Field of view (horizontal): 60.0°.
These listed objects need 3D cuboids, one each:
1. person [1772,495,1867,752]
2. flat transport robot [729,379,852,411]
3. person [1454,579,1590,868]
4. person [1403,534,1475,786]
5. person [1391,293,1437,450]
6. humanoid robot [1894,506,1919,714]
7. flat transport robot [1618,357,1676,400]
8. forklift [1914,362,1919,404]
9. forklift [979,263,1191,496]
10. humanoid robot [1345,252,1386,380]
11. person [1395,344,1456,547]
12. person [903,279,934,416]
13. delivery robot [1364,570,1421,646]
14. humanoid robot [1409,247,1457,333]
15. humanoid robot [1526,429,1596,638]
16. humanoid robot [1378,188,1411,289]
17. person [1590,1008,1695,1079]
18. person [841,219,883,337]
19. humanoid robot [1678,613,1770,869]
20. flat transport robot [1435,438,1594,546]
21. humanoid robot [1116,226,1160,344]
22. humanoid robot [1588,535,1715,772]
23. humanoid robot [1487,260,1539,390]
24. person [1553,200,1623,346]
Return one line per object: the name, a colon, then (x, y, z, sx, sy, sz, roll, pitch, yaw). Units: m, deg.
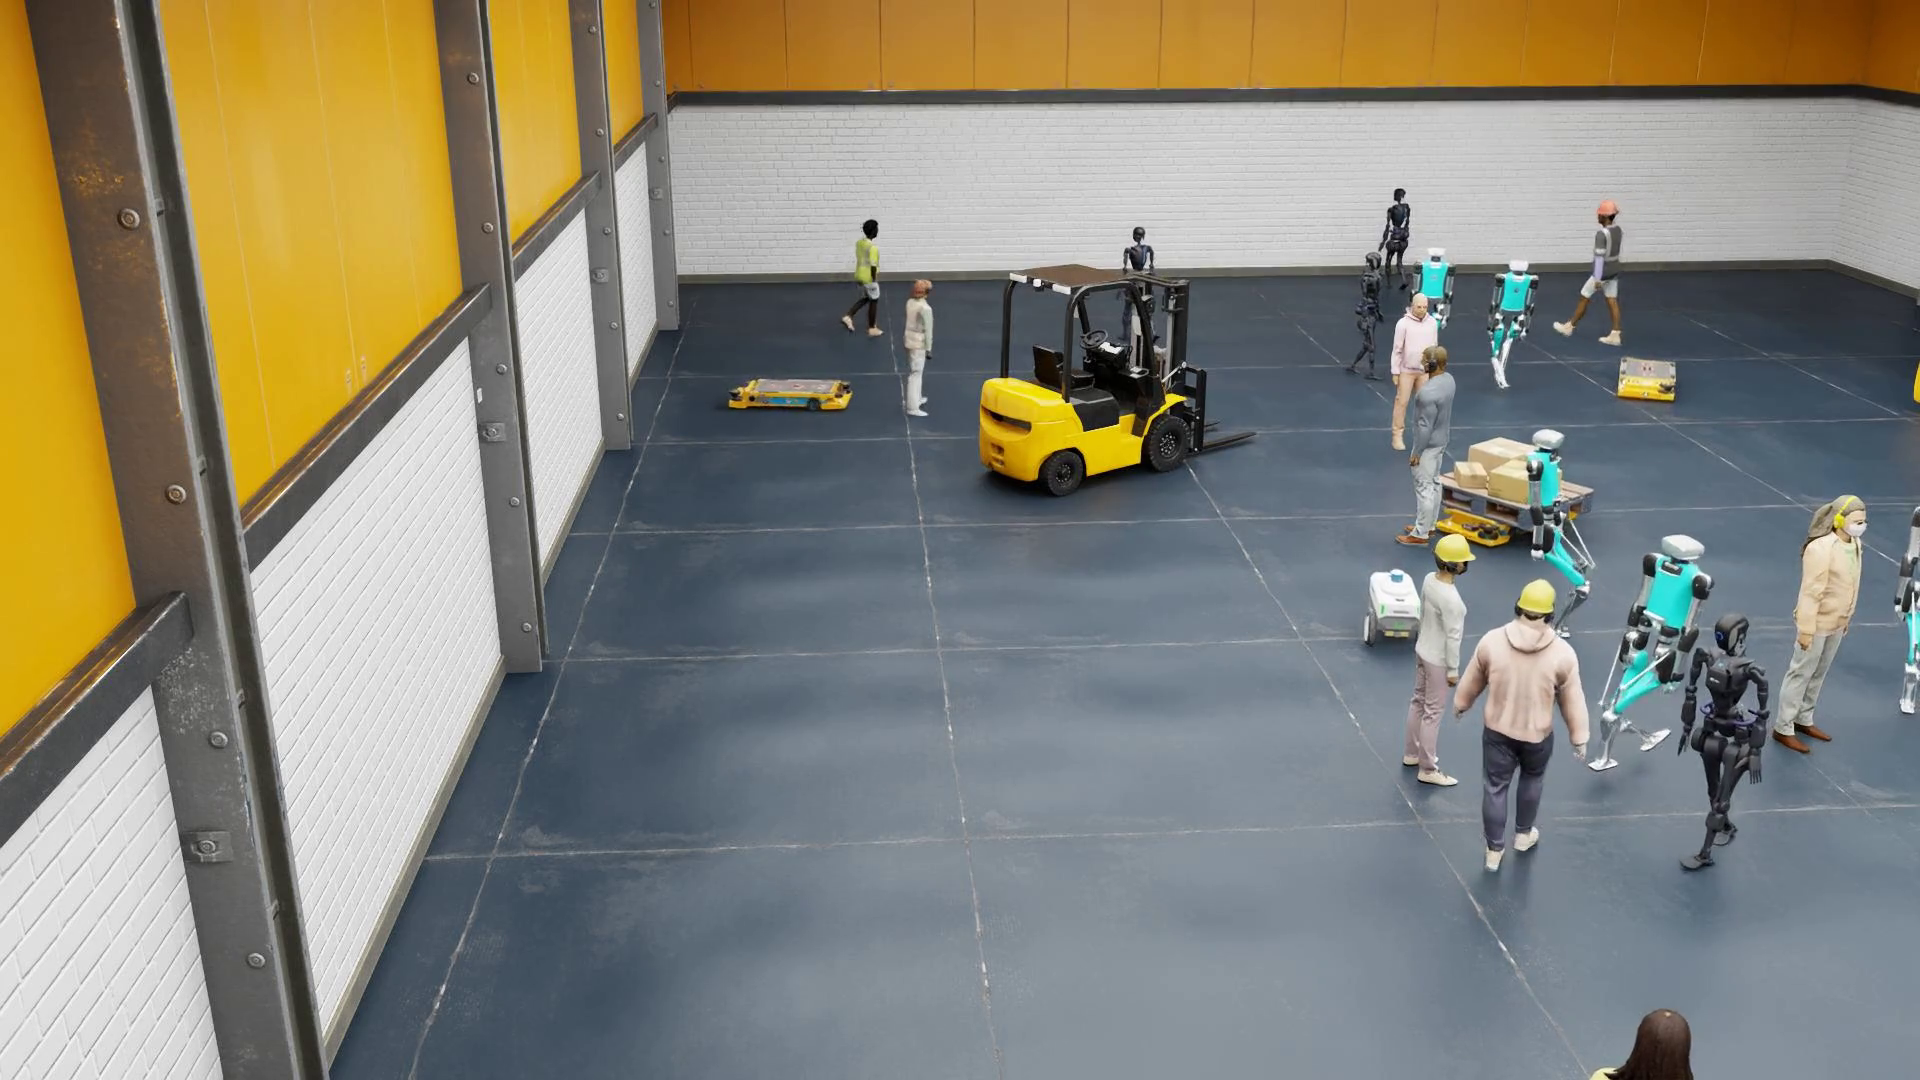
person: (6.083, 0.567, 11.756, 0.566, 1.874, 0.391, -14, 24, -33)
flat transport robot: (-2.081, -1.789, 20.500, 1.431, 0.231, 0.659, 1, 20, 3)
person: (3.476, 1.110, 10.308, 0.817, 1.843, 0.670, 8, 22, 21)
person: (3.258, 0.797, 11.282, 0.314, 1.769, 0.523, -2, 20, -5)
person: (5.060, -1.890, 18.594, 0.539, 1.775, 0.405, -4, 20, -10)
humanoid robot: (7.068, 0.573, 11.996, 0.558, 1.809, 0.936, 8, 22, 21)
flat transport robot: (8.774, -2.062, 21.246, 0.659, 0.231, 1.431, 8, 22, 20)
forklift: (12.602, -2.435, 19.475, 2.313, 2.155, 1.214, -1, 20, -4)
forklift: (1.315, -1.764, 17.646, 2.313, 2.155, 1.214, -14, 24, -33)
humanoid robot: (5.325, -2.923, 21.595, 0.598, 1.656, 0.612, 12, 23, 30)
person: (4.392, -0.890, 15.631, 0.372, 1.940, 0.630, 12, 23, 30)
person: (-0.481, -2.321, 19.988, 0.483, 1.618, 0.604, -11, 23, -27)
delivery robot: (3.588, 0.539, 13.731, 0.499, 0.586, 0.780, 2, 20, 6)
humanoid robot: (6.067, -2.948, 21.548, 0.544, 1.779, 0.850, 4, 21, 11)
humanoid robot: (4.923, 0.000, 13.517, 0.758, 1.777, 0.570, 13, 24, 31)
humanoid robot: (7.062, -4.851, 26.850, 0.601, 1.654, 0.390, -13, 24, -32)
person: (2.588, 2.597, 6.384, 0.469, 1.763, 0.361, 12, 23, 30)
person: (-1.386, -3.721, 23.695, 0.518, 1.682, 0.549, -13, 24, -32)
humanoid robot: (4.759, 1.218, 10.321, 0.691, 1.624, 0.591, -13, 24, -31)
flat transport robot: (5.359, -0.240, 16.280, 1.431, 0.231, 0.659, -15, 25, -35)
humanoid robot: (2.516, -3.572, 23.368, 0.612, 1.638, 0.706, -13, 24, -31)
humanoid robot: (4.574, 0.825, 11.227, 1.004, 1.712, 0.539, -9, 22, -24)
humanoid robot: (6.866, -2.723, 20.901, 0.543, 1.706, 1.008, 3, 20, 7)
person: (8.971, -3.773, 23.414, 0.615, 1.993, 1.037, -14, 25, -34)
